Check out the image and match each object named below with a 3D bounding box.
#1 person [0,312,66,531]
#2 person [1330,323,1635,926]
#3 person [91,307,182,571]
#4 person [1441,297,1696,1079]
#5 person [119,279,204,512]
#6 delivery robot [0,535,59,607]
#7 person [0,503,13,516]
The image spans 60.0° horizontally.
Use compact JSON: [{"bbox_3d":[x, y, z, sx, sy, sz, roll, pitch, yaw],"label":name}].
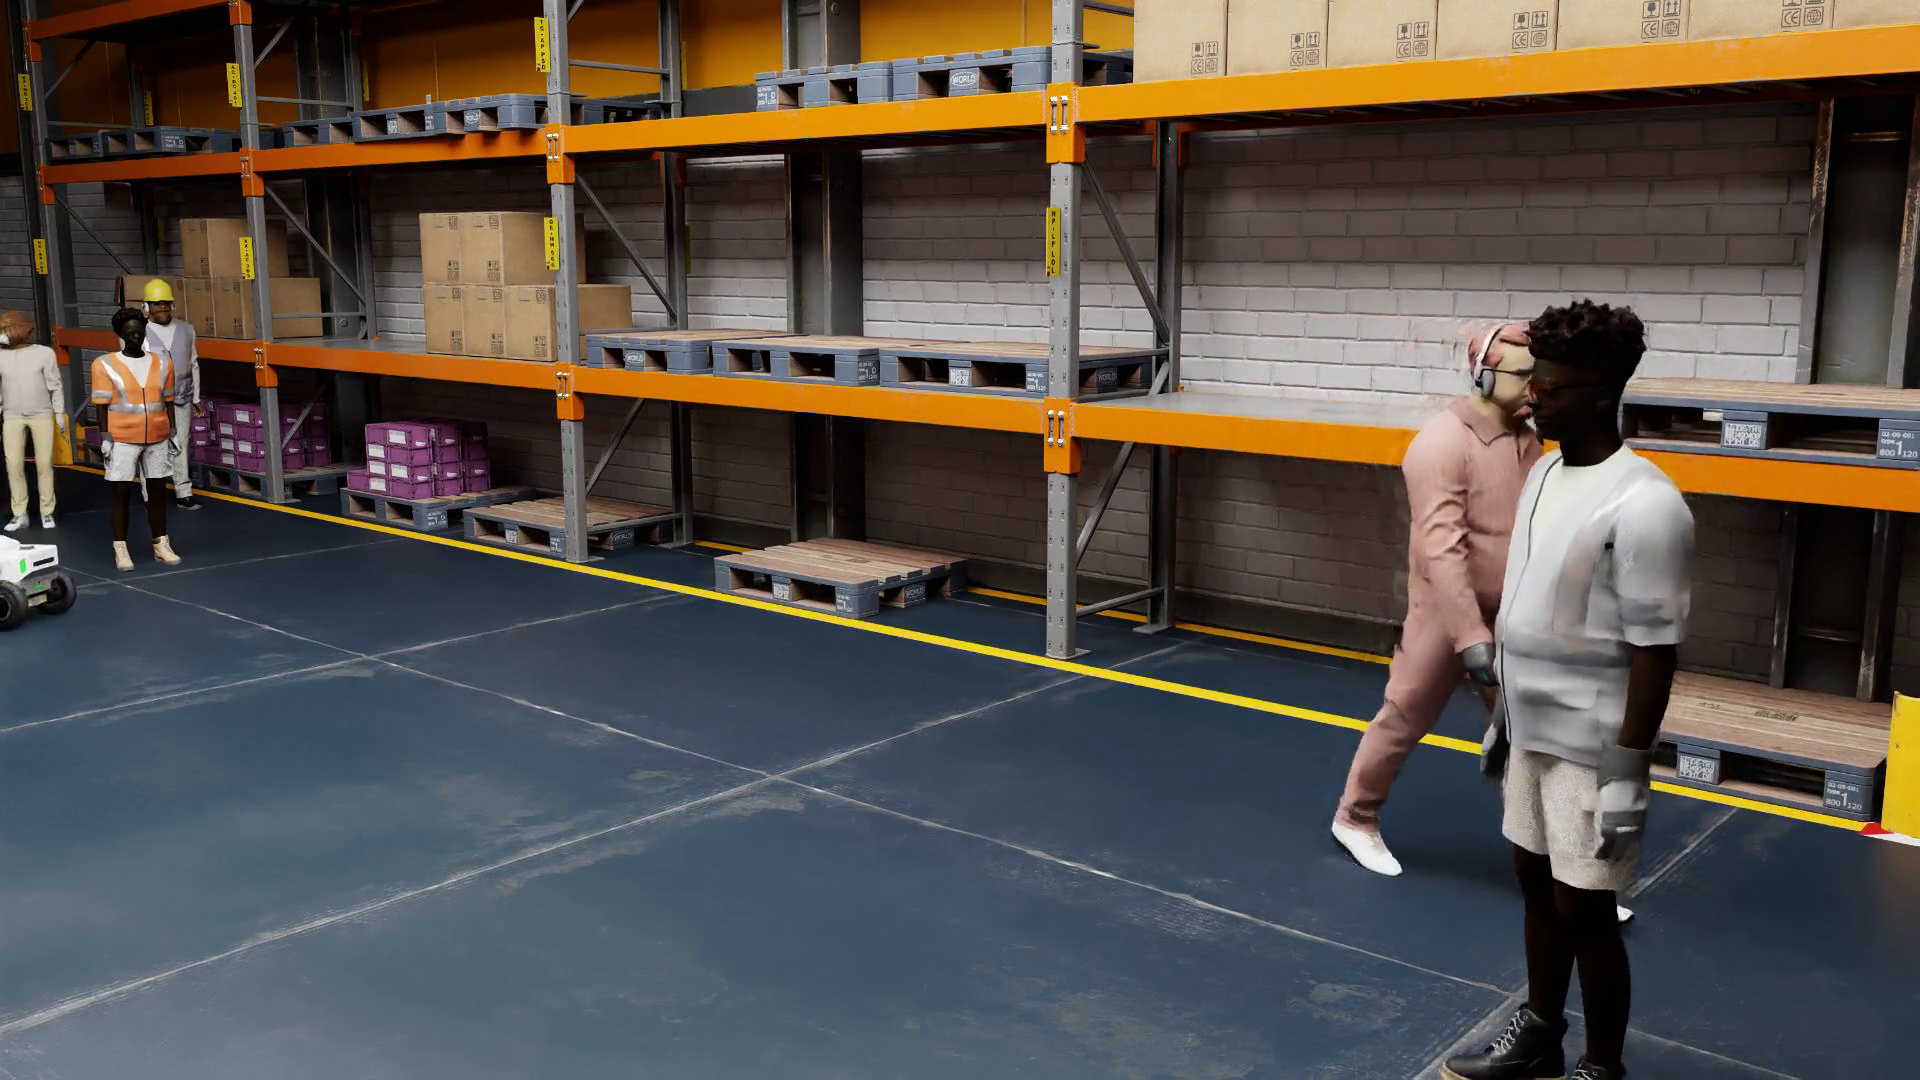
[{"bbox_3d":[-6.894,-0.868,12.294,0.528,1.611,0.301,-3,10,-14],"label":"person"},{"bbox_3d":[1.626,0.242,5.260,0.635,1.853,1.046,-7,12,-34],"label":"person"},{"bbox_3d":[-5.331,-0.657,10.796,0.322,1.697,0.533,9,13,42],"label":"person"},{"bbox_3d":[1.415,0.428,3.855,0.361,1.964,0.613,-1,10,-6],"label":"person"},{"bbox_3d":[-6.247,-1.125,13.074,0.404,1.835,0.590,9,13,42],"label":"person"},{"bbox_3d":[-5.408,0.143,9.227,0.707,0.478,0.477,1,10,6],"label":"delivery robot"},{"bbox_3d":[-7.633,-1.091,12.655,0.651,1.909,0.762,8,13,39],"label":"person"}]
